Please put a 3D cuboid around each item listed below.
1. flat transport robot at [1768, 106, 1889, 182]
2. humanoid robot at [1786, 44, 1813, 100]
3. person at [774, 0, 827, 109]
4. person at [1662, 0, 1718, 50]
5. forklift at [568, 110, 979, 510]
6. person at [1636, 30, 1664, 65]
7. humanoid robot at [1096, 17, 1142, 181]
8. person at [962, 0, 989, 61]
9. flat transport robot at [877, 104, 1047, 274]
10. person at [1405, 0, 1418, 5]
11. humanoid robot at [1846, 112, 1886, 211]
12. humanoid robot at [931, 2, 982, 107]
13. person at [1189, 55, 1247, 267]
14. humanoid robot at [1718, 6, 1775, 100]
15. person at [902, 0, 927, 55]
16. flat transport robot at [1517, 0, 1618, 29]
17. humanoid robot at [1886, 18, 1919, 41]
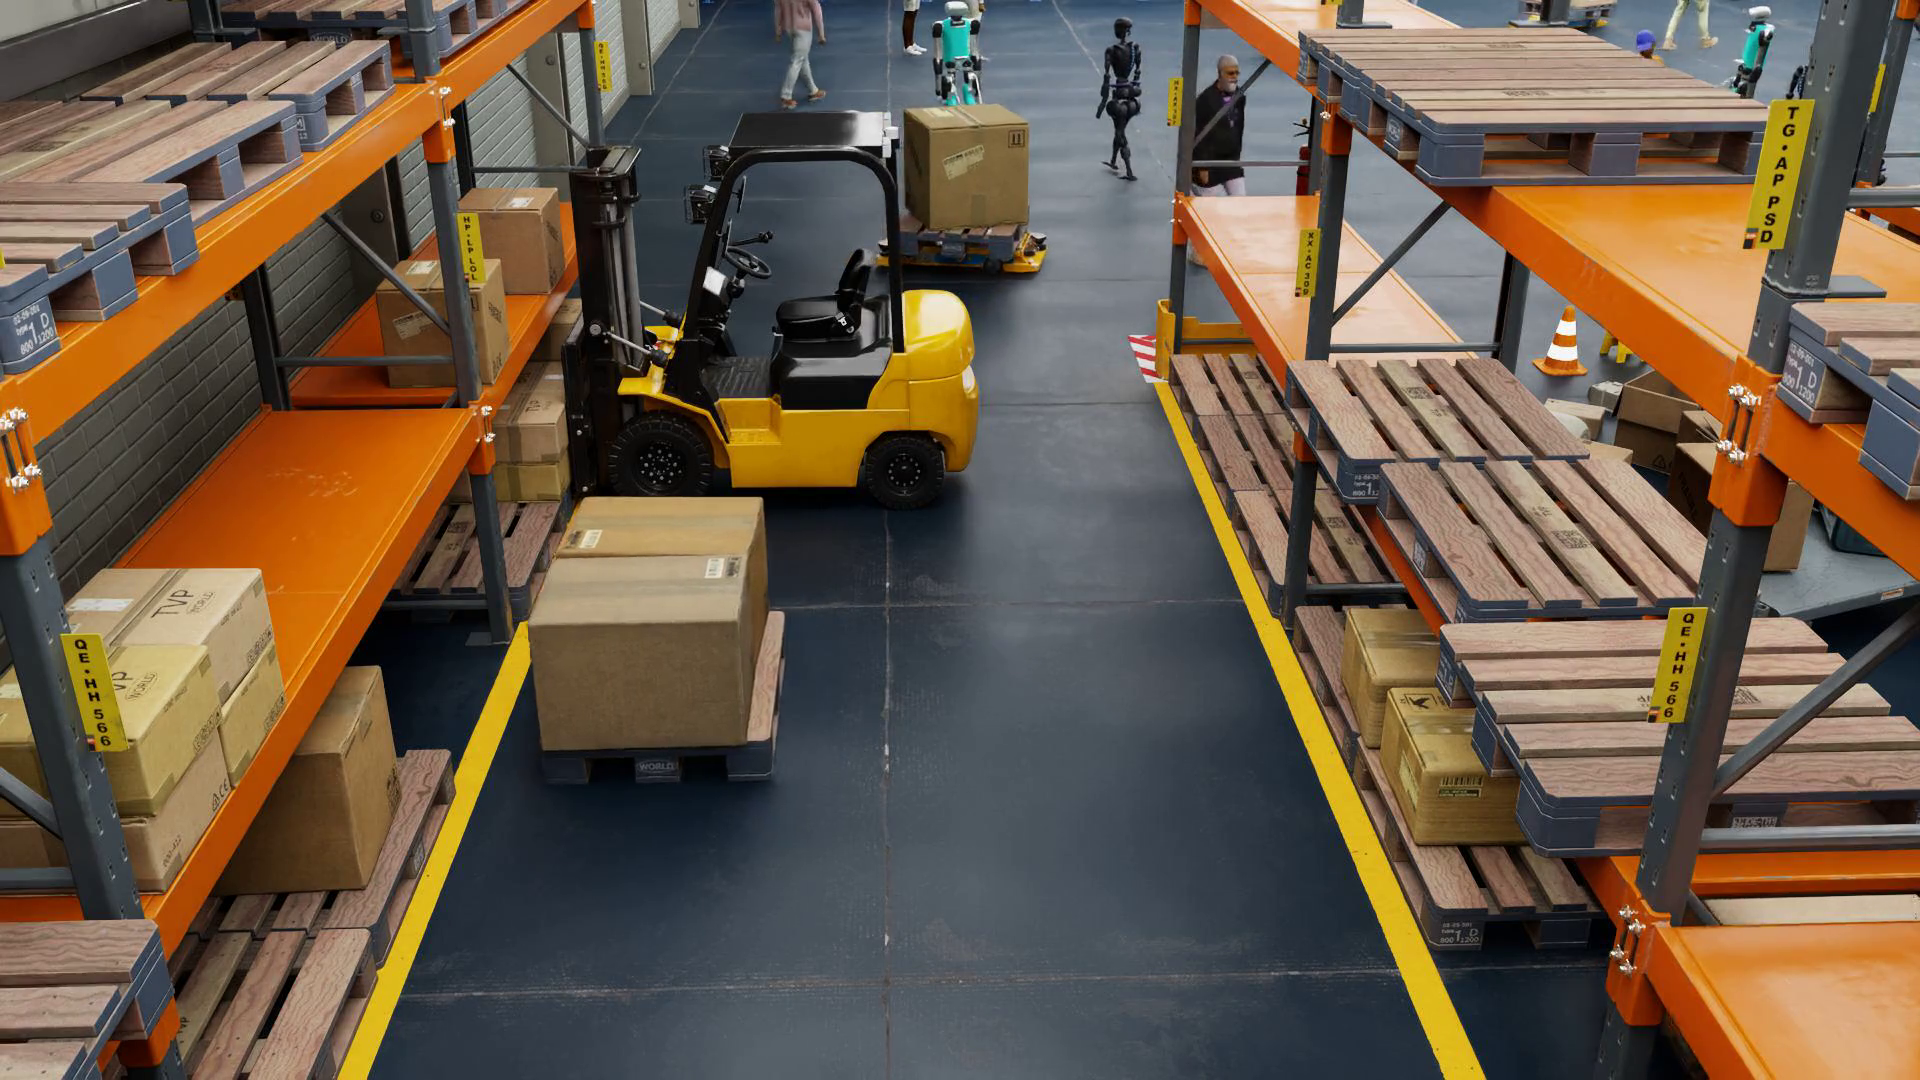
[{"bbox_3d":[9.038,-3.984,17.740,0.659,0.231,1.431,-17,30,-32],"label":"flat transport robot"},{"bbox_3d":[8.179,-4.009,16.140,0.319,1.653,0.609,-8,26,-17],"label":"humanoid robot"},{"bbox_3d":[-2.048,-6.474,21.124,0.649,1.888,1.029,15,29,29],"label":"person"},{"bbox_3d":[11.178,-8.377,25.234,1.020,1.831,0.553,-10,27,-20],"label":"person"},{"bbox_3d":[-1.043,-1.379,9.976,2.313,2.155,1.214,-1,25,-2],"label":"forklift"},{"bbox_3d":[6.891,-4.266,16.691,0.690,1.674,0.346,-9,27,-18],"label":"person"},{"bbox_3d":[1.671,-4.665,17.552,0.589,1.636,0.646,-22,33,-38],"label":"humanoid robot"},{"bbox_3d":[0.205,-7.910,24.311,0.319,1.755,0.562,-12,28,-24],"label":"person"},{"bbox_3d":[0.027,-2.571,14.749,1.431,0.231,0.659,4,26,9],"label":"flat transport robot"},{"bbox_3d":[6.875,-8.498,25.469,0.563,1.837,0.383,-21,32,-37],"label":"person"},{"bbox_3d":[7.513,-2.965,13.918,0.314,1.655,0.599,-1,25,-1],"label":"humanoid robot"},{"bbox_3d":[0.042,-4.761,17.589,0.535,1.733,0.706,-9,27,-19],"label":"humanoid robot"},{"bbox_3d":[2.259,-3.252,14.354,0.585,1.833,0.546,-16,29,-30],"label":"person"},{"bbox_3d":[8.119,-4.691,17.529,0.864,1.790,0.558,4,26,9],"label":"humanoid robot"},{"bbox_3d":[-0.707,-8.252,24.871,0.382,1.900,0.545,7,26,14],"label":"person"},{"bbox_3d":[9.959,-8.563,27.438,1.431,0.231,0.659,-16,30,-30],"label":"flat transport robot"},{"bbox_3d":[14.963,-8.696,26.139,0.776,1.622,0.585,13,28,26],"label":"humanoid robot"}]
